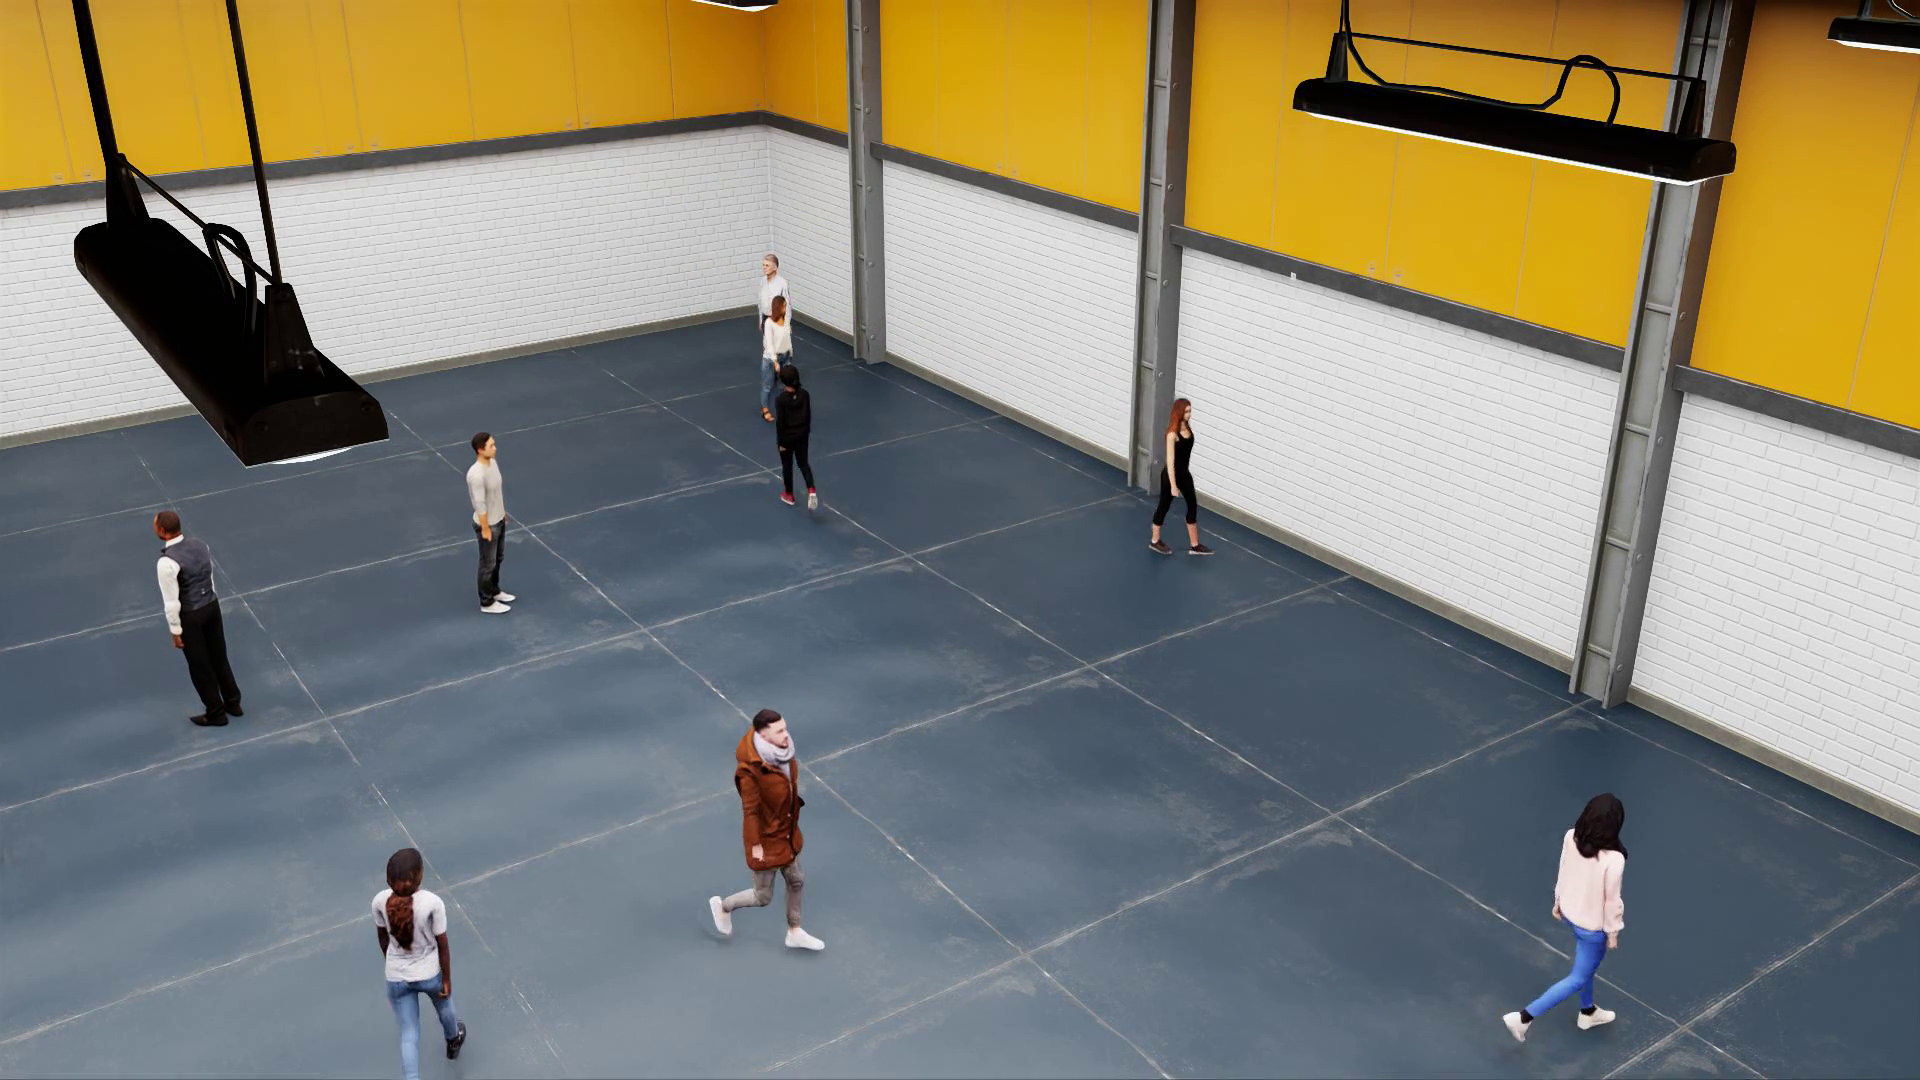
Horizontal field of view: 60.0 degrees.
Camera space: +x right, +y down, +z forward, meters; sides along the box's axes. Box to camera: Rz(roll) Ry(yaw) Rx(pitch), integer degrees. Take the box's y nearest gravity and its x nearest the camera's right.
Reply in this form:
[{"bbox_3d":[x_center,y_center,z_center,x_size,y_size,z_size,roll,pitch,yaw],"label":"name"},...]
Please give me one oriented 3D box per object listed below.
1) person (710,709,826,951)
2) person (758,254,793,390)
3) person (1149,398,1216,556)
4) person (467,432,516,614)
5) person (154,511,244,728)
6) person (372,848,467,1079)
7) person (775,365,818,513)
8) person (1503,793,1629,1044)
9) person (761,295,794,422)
[{"bbox_3d":[-1.326,1.943,11.015,1.160,1.817,0.998,11,26,23],"label":"person"},{"bbox_3d":[-2.456,-2.916,22.130,0.638,1.818,0.790,14,27,29],"label":"person"},{"bbox_3d":[2.149,-0.658,17.108,1.002,1.703,0.766,19,30,36],"label":"person"},{"bbox_3d":[-4.519,-0.180,15.886,0.784,1.806,0.695,1,24,2],"label":"person"},{"bbox_3d":[-6.355,0.650,13.857,0.813,1.910,0.787,8,25,18],"label":"person"},{"bbox_3d":[-3.185,2.604,9.674,0.975,1.680,1.199,-2,24,-4],"label":"person"},{"bbox_3d":[-1.772,-1.092,18.164,0.661,1.653,1.025,-13,27,-28],"label":"person"},{"bbox_3d":[3.757,2.357,10.160,0.959,1.744,1.138,-7,24,-15],"label":"person"},{"bbox_3d":[-2.357,-2.249,20.823,0.765,1.643,1.084,-22,32,-40],"label":"person"}]
